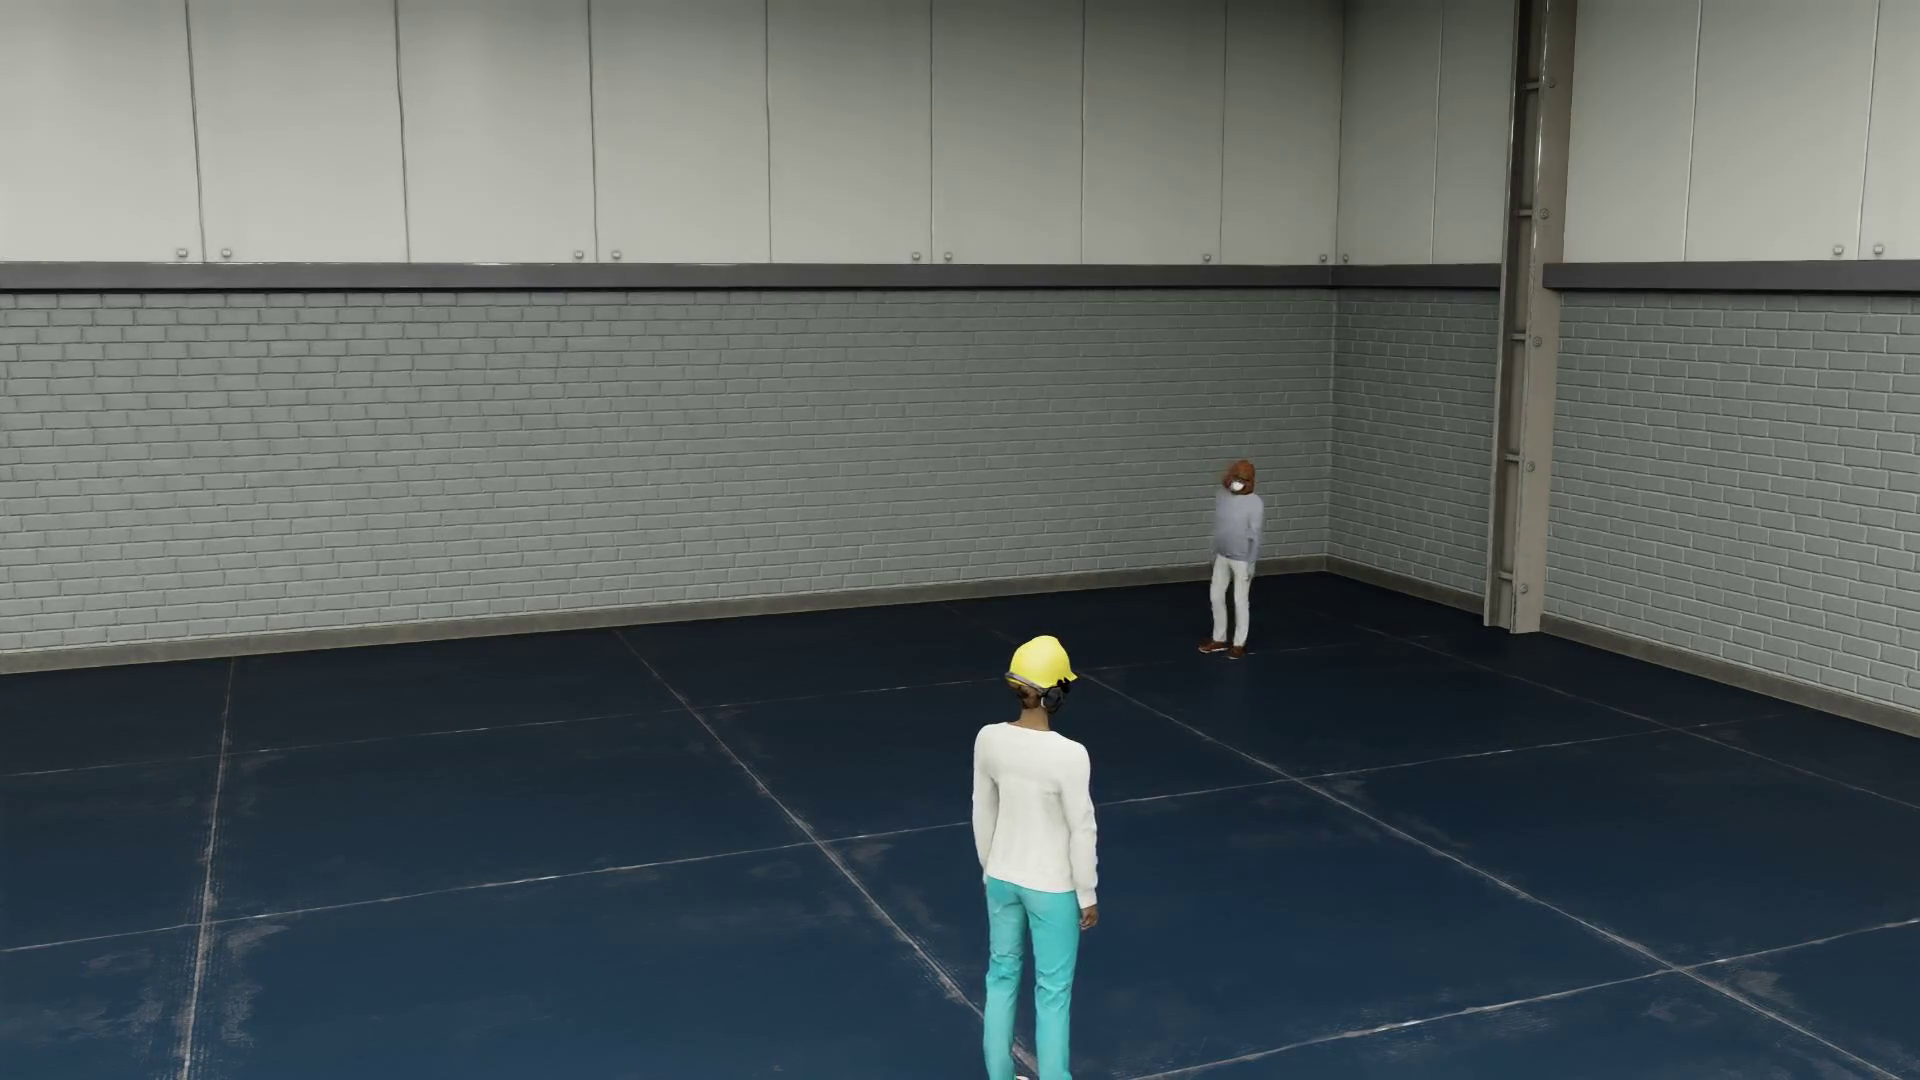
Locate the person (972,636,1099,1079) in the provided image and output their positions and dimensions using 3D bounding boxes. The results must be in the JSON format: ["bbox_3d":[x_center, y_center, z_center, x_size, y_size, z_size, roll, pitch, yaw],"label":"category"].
[{"bbox_3d":[0.277,1.215,5.945,0.523,1.769,0.321,8,12,41],"label":"person"}]

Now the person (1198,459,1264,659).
[{"bbox_3d":[2.179,0.153,13.106,0.347,1.609,0.541,-7,12,-39],"label":"person"}]
